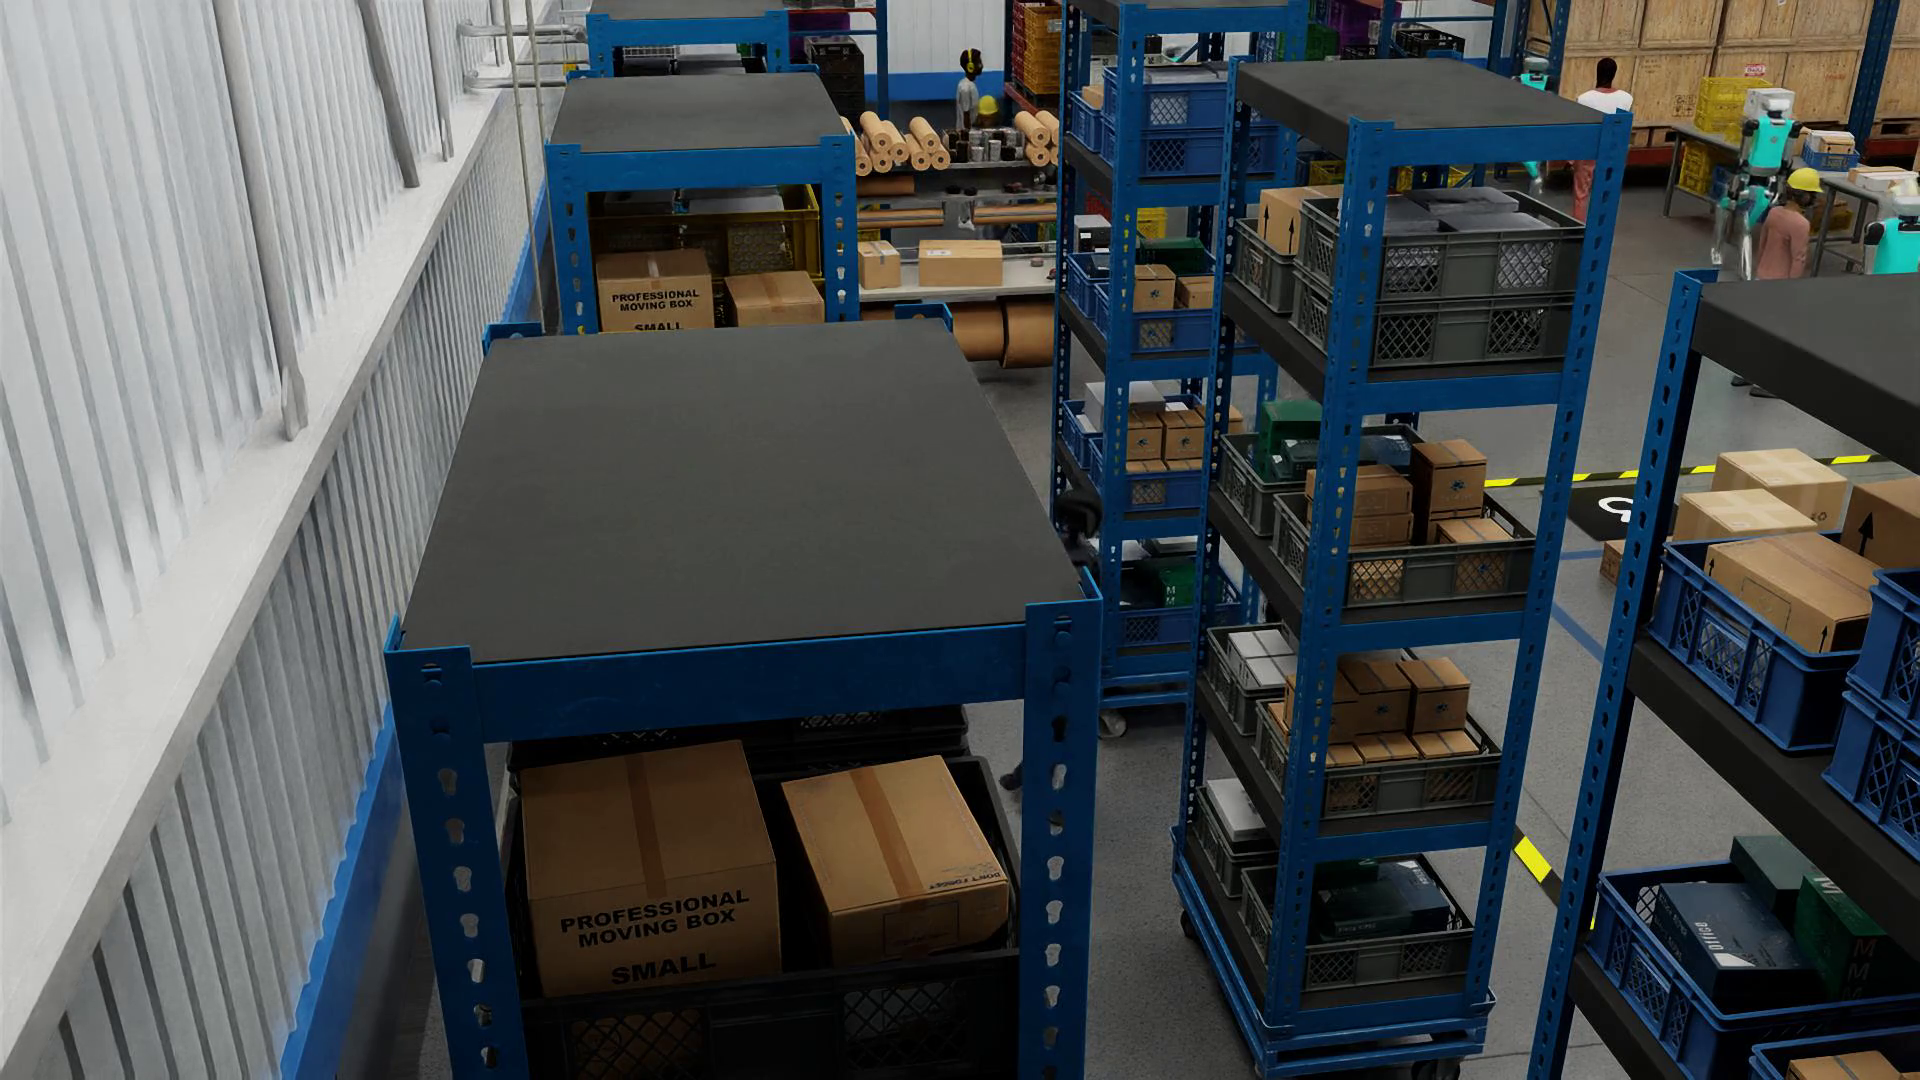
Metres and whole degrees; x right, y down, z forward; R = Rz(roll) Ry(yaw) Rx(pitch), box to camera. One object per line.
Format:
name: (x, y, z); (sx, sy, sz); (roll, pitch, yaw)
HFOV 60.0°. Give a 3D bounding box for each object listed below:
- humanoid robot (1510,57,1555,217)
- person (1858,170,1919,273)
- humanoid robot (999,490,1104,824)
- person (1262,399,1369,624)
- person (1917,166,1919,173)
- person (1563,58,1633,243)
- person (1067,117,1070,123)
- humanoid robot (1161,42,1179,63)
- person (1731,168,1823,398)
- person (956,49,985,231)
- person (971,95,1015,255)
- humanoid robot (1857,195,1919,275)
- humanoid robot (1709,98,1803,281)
humanoid robot: (6.084, -4.168, 17.623); (0.544, 1.769, 0.912); (-8, 26, -16)
person: (7.506, -2.188, 13.212); (0.683, 1.825, 0.437); (-1, 25, -2)
humanoid robot: (0.419, 0.521, 7.478); (0.396, 1.636, 0.588); (-3, 25, -7)
person: (1.814, -0.055, 8.551); (0.594, 1.827, 0.698); (-1, 25, -2)
person: (9.263, -3.398, 15.750); (0.562, 1.891, 0.899); (-8, 26, -17)
person: (6.374, -3.840, 16.674); (0.596, 1.915, 0.371); (-4, 25, -8)
person: (1.300, -4.408, 17.985); (0.336, 1.859, 0.505); (13, 28, 26)
humanoid robot: (2.520, -4.732, 18.827); (0.791, 1.771, 0.531); (-12, 27, -23)
person: (6.311, -1.983, 12.819); (0.327, 1.765, 0.525); (-2, 25, -5)
person: (0.115, -4.219, 17.568); (0.312, 1.868, 0.529); (1, 25, 2)
person: (0.285, -3.417, 15.974); (0.489, 1.731, 0.510); (0, 25, -1)
humanoid robot: (6.652, -1.543, 11.737); (0.533, 1.675, 0.735); (0, 25, 0)
humanoid robot: (7.547, -3.394, 15.971); (0.536, 1.776, 1.015); (1, 25, 2)
